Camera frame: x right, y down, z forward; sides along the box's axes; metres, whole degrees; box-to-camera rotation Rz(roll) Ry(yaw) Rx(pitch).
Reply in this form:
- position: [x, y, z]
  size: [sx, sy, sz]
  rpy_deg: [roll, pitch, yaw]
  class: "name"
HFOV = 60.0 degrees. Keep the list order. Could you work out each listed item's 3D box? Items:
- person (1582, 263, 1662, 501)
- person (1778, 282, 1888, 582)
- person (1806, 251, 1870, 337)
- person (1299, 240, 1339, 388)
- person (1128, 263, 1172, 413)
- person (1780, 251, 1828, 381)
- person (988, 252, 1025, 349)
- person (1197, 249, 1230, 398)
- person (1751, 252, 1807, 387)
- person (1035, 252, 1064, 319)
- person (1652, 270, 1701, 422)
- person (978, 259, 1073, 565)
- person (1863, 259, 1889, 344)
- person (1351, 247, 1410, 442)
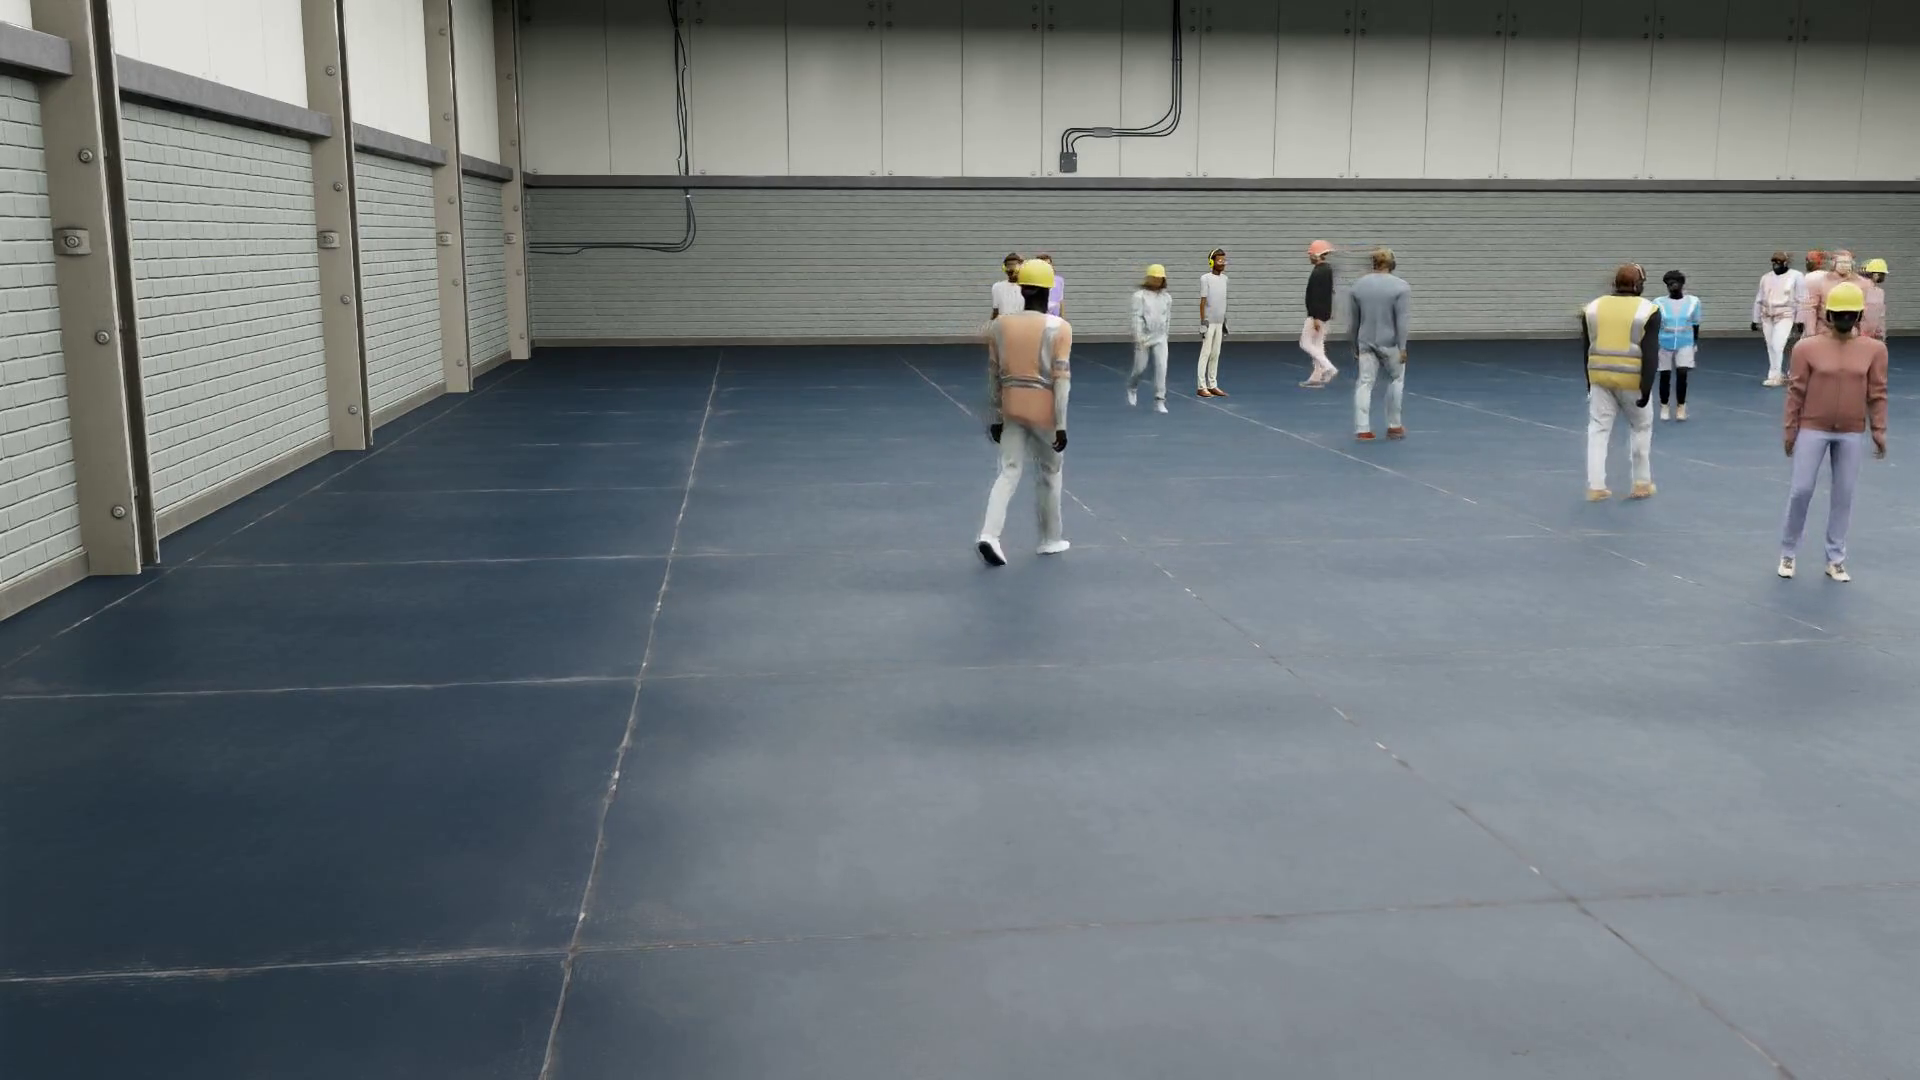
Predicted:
- position: [5.143, -1.216, 12.869]
  size: [0.631, 1.814, 0.791]
  rpy_deg: [10, 14, 43]
  class: "person"
- position: [5.162, -0.634, 9.823]
  size: [0.542, 1.767, 0.328]
  rpy_deg: [2, 11, 13]
  class: "person"
- position: [10.168, -2.411, 19.297]
  size: [0.656, 1.851, 1.014]
  rpy_deg: [4, 11, 19]
  class: "person"
- position: [4.815, -3.010, 22.243]
  size: [0.496, 1.978, 0.620]
  rpy_deg: [7, 12, 33]
  class: "person"
- position: [2.217, -2.357, 19.364]
  size: [0.486, 1.721, 0.720]
  rpy_deg: [-2, 11, -13]
  class: "person"
- position: [11.760, -3.052, 22.886]
  size: [0.578, 1.845, 0.954]
  rpy_deg: [-7, 12, -32]
  class: "person"
- position: [0.573, -2.219, 18.251]
  size: [0.517, 1.856, 0.502]
  rpy_deg: [1, 10, 6]
  class: "person"
- position: [3.233, -2.745, 21.088]
  size: [0.517, 1.873, 0.334]
  rpy_deg: [-9, 14, -42]
  class: "person"
- position: [10.947, -2.959, 22.404]
  size: [0.745, 1.815, 0.666]
  rpy_deg: [-6, 12, -31]
  class: "person"
- position: [1.025, -2.593, 20.349]
  size: [0.610, 1.829, 0.453]
  rpy_deg: [-3, 11, -18]
  class: "person"
- position: [7.788, -2.115, 18.178]
  size: [0.548, 1.656, 0.619]
  rpy_deg: [4, 11, 20]
  class: "person"
- position: [0.405, -0.795, 10.341]
  size: [0.594, 1.895, 0.919]
  rpy_deg: [6, 12, 30]
  class: "person"
- position: [10.870, -2.481, 19.930]
  size: [0.569, 1.748, 0.576]
  rpy_deg: [-6, 12, -28]
  class: "person"
- position: [4.220, -1.940, 16.553]
  size: [0.654, 1.907, 0.833]
  rpy_deg: [9, 14, 40]
  class: "person"
